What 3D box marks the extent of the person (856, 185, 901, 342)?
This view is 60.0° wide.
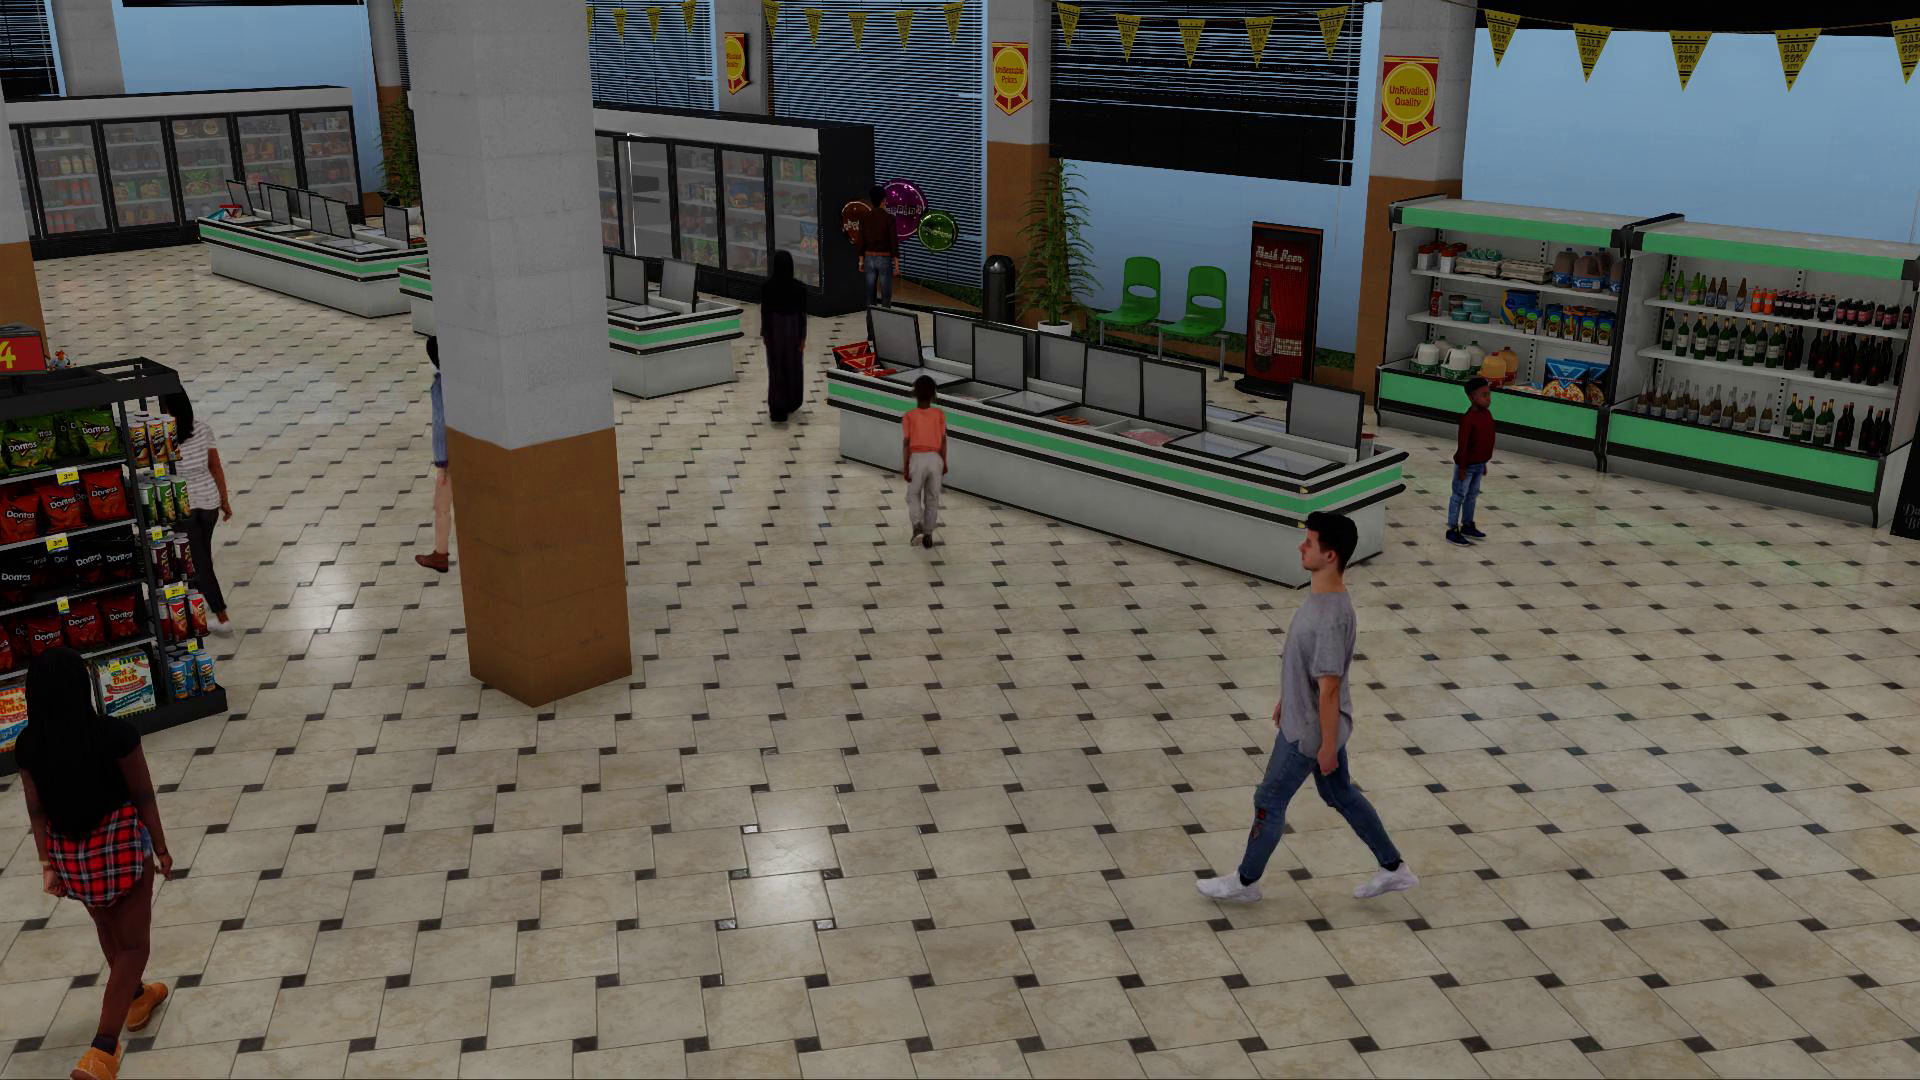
[{"bbox_3d":[-0.947,-3.203,19.257,0.638,1.779,0.780,5,19,15],"label":"person"}]

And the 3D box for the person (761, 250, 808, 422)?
[{"bbox_3d":[-1.679,-1.916,15.726,1.046,1.597,1.148,-1,19,-4],"label":"person"}]

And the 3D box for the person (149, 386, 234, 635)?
[{"bbox_3d":[-4.818,-0.174,10.548,1.016,1.604,0.640,15,24,37],"label":"person"}]

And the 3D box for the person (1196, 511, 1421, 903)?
[{"bbox_3d":[1.647,0.803,7.277,1.311,1.843,1.108,4,19,11],"label":"person"}]

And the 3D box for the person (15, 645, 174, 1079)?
[{"bbox_3d":[-3.215,1.247,6.187,1.088,1.698,1.162,-1,19,-2],"label":"person"}]

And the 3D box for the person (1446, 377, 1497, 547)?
[{"bbox_3d":[3.788,-0.596,12.348,0.501,1.254,0.493,-16,24,-39],"label":"person"}]

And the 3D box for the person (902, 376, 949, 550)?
[{"bbox_3d":[-0.249,-0.545,12.120,0.642,1.302,0.706,-2,19,-4],"label":"person"}]
